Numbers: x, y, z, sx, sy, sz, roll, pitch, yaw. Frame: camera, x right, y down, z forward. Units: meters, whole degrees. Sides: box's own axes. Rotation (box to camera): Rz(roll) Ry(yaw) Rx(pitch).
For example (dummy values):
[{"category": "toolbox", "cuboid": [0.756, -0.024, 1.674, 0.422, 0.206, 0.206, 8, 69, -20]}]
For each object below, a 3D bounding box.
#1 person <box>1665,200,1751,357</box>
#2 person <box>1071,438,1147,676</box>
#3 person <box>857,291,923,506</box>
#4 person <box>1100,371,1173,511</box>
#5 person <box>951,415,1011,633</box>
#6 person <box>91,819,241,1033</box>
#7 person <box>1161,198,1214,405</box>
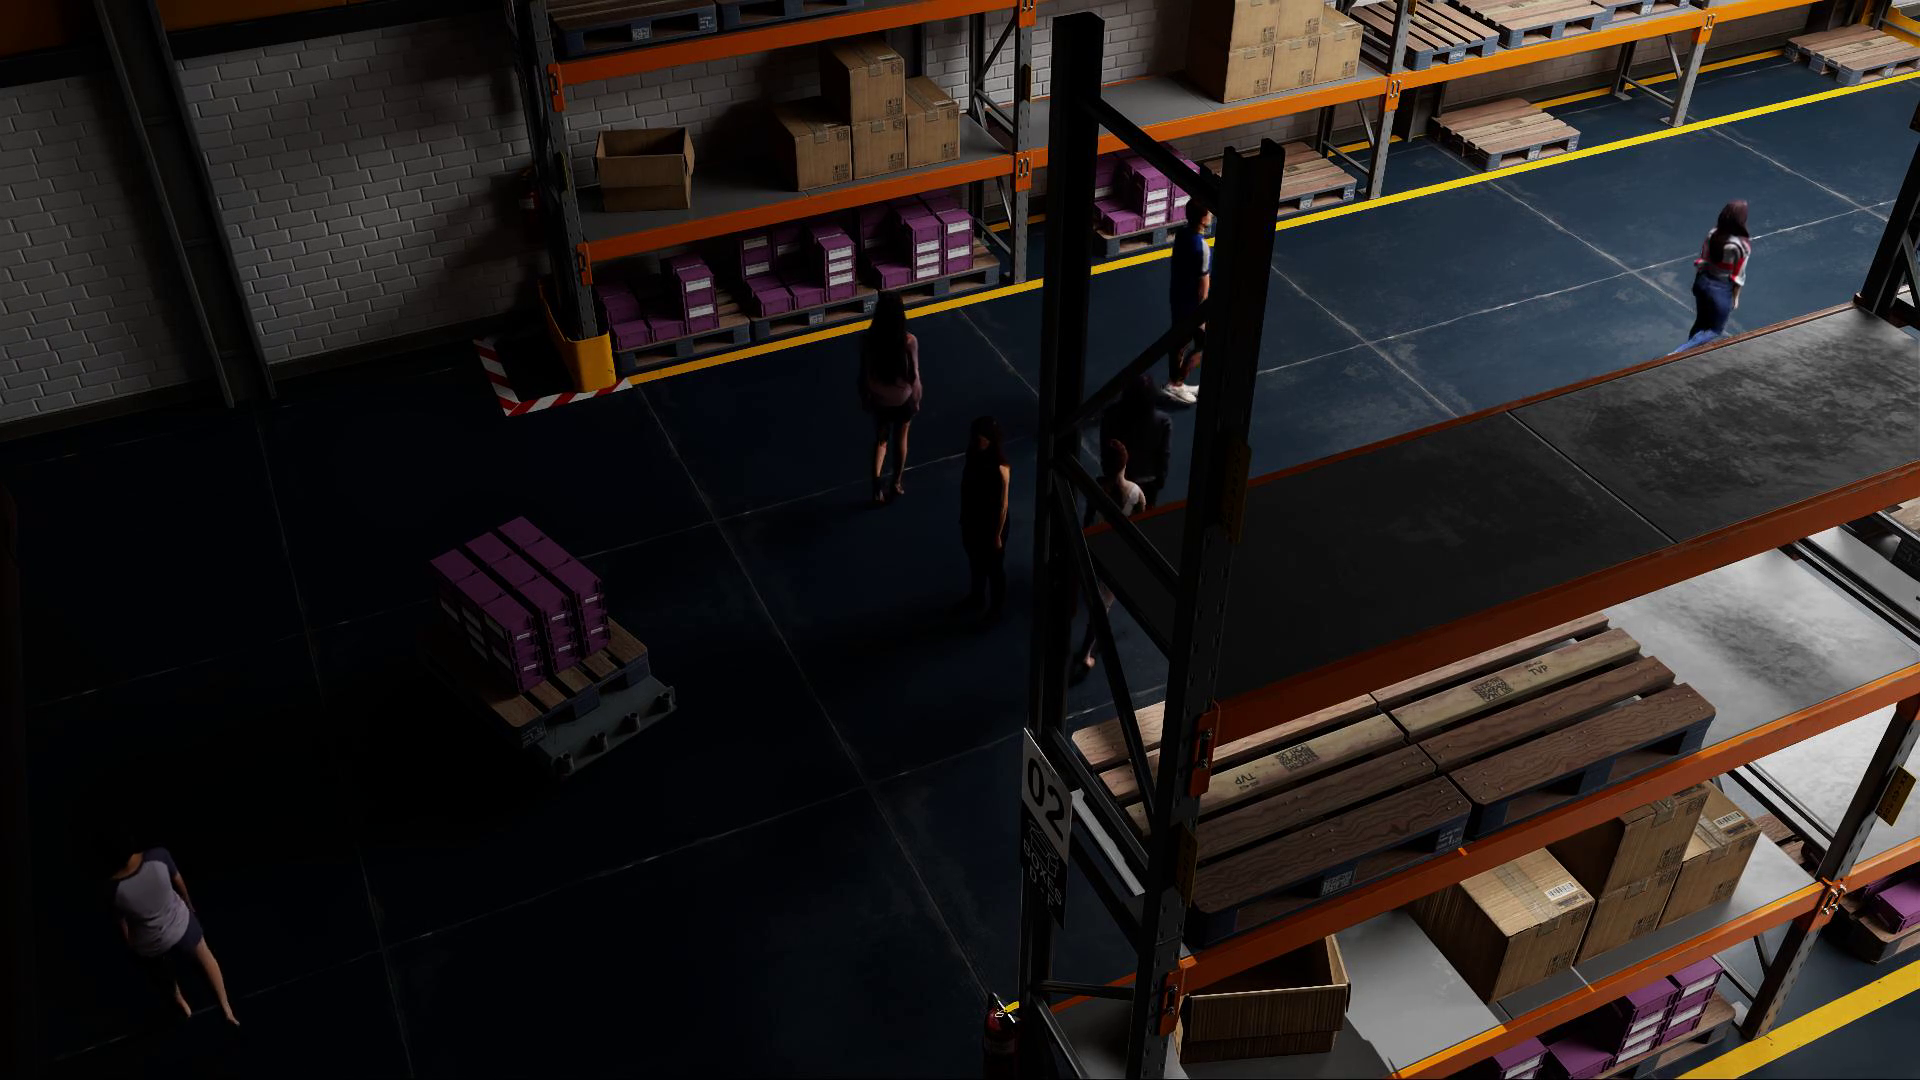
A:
[{"category": "person", "cuboid": [6.163, -2.030, 13.708, 0.825, 1.598, 0.577, -17, 42, -20]}, {"category": "person", "cuboid": [0.930, 0.165, 10.846, 0.998, 1.741, 1.207, 25, 45, 28]}, {"category": "person", "cuboid": [-0.514, -0.962, 12.209, 0.887, 1.801, 0.926, 8, 39, 10]}, {"category": "person", "cuboid": [1.220, -0.467, 11.759, 0.843, 1.589, 0.900, 5, 39, 7]}, {"category": "person", "cuboid": [0.171, -0.129, 11.256, 0.619, 1.688, 0.632, -26, 45, -29]}, {"category": "person", "cuboid": [-4.130, 2.045, 8.645, 0.783, 1.548, 0.845, 32, 48, 33]}, {"category": "person", "cuboid": [1.767, -1.881, 13.312, 0.673, 1.859, 0.672, -14, 41, -17]}]
